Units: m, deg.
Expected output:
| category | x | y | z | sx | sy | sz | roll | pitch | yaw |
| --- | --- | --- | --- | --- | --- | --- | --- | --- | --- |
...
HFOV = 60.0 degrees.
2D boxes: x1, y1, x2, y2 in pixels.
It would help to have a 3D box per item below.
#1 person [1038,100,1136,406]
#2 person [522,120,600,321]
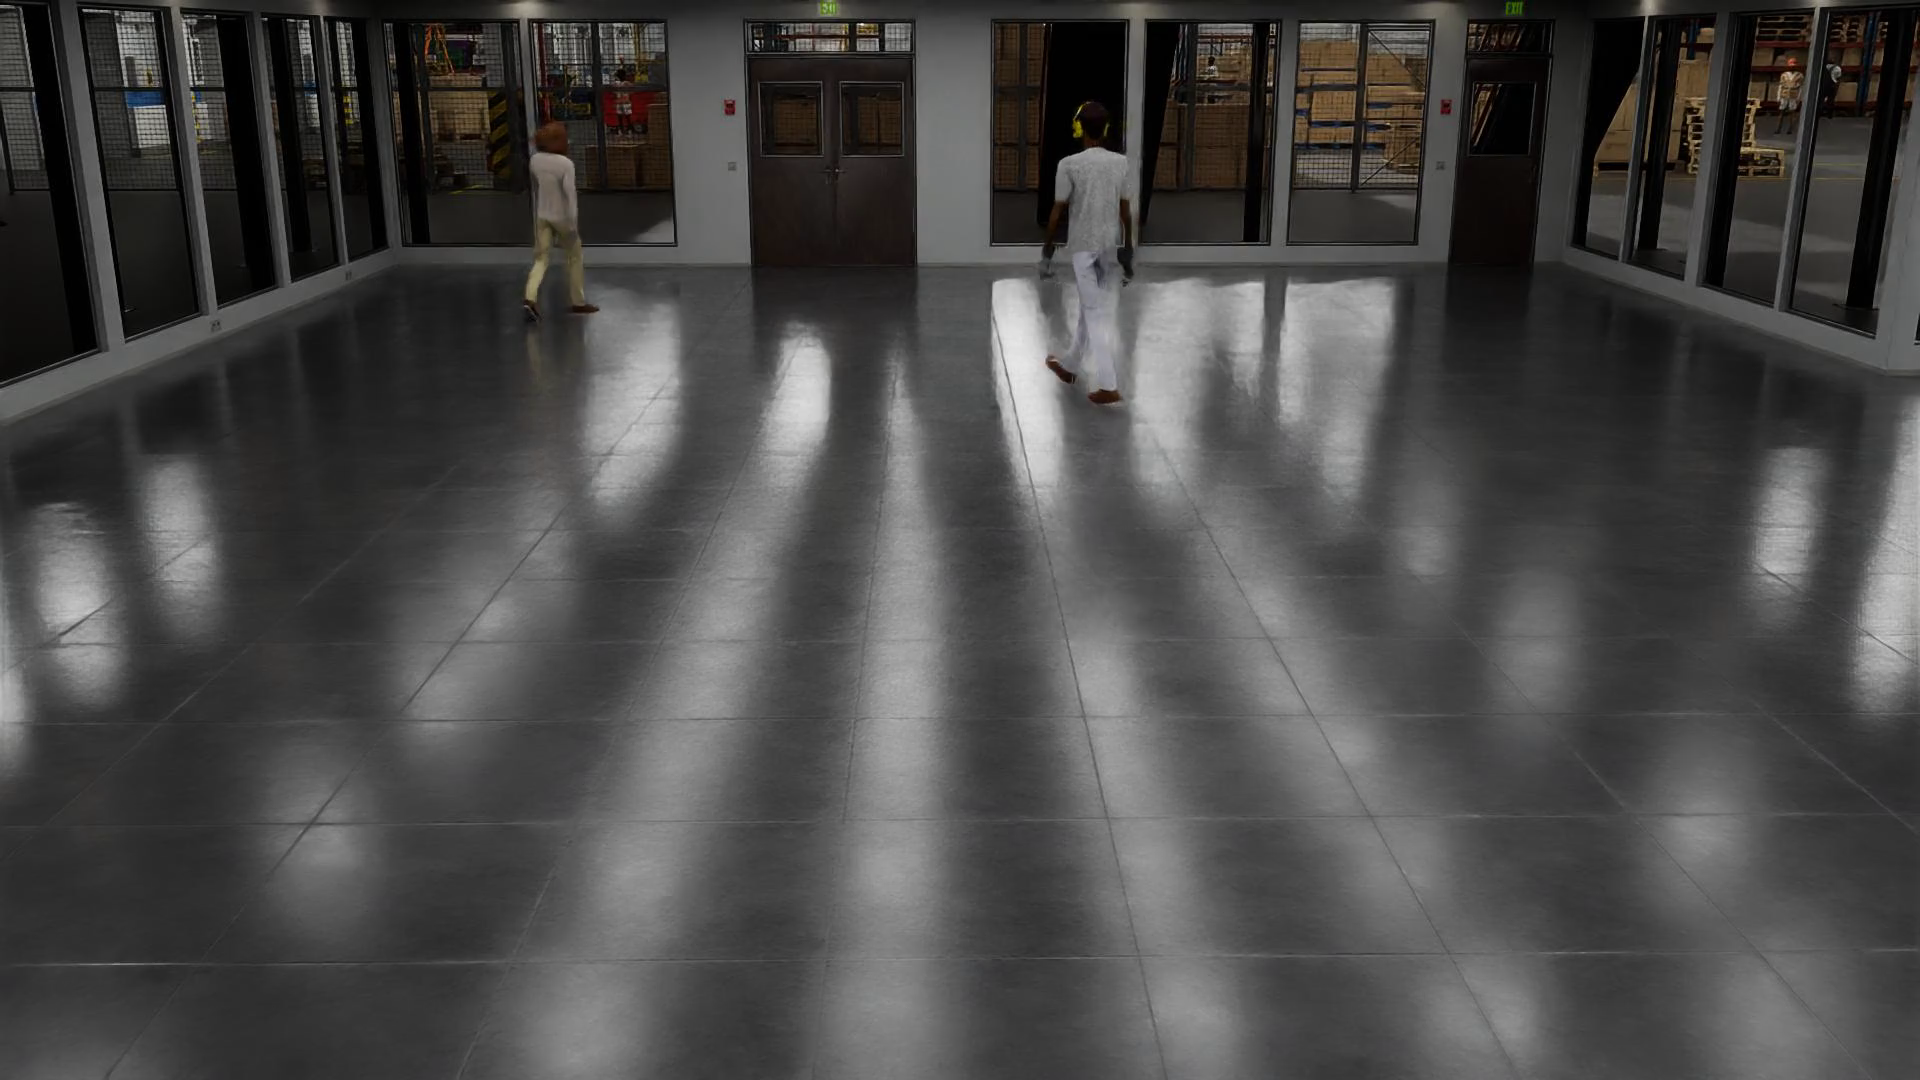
| category | x | y | z | sx | sy | sz | roll | pitch | yaw |
| --- | --- | --- | --- | --- | --- | --- | --- | --- | --- |
| person | 0.753 | -1.786 | 10.329 | 0.553 | 1.818 | 0.957 | -9 | 19 | -29 |
| person | -3.270 | -2.570 | 13.388 | 0.503 | 1.590 | 0.796 | 8 | 18 | 25 |
